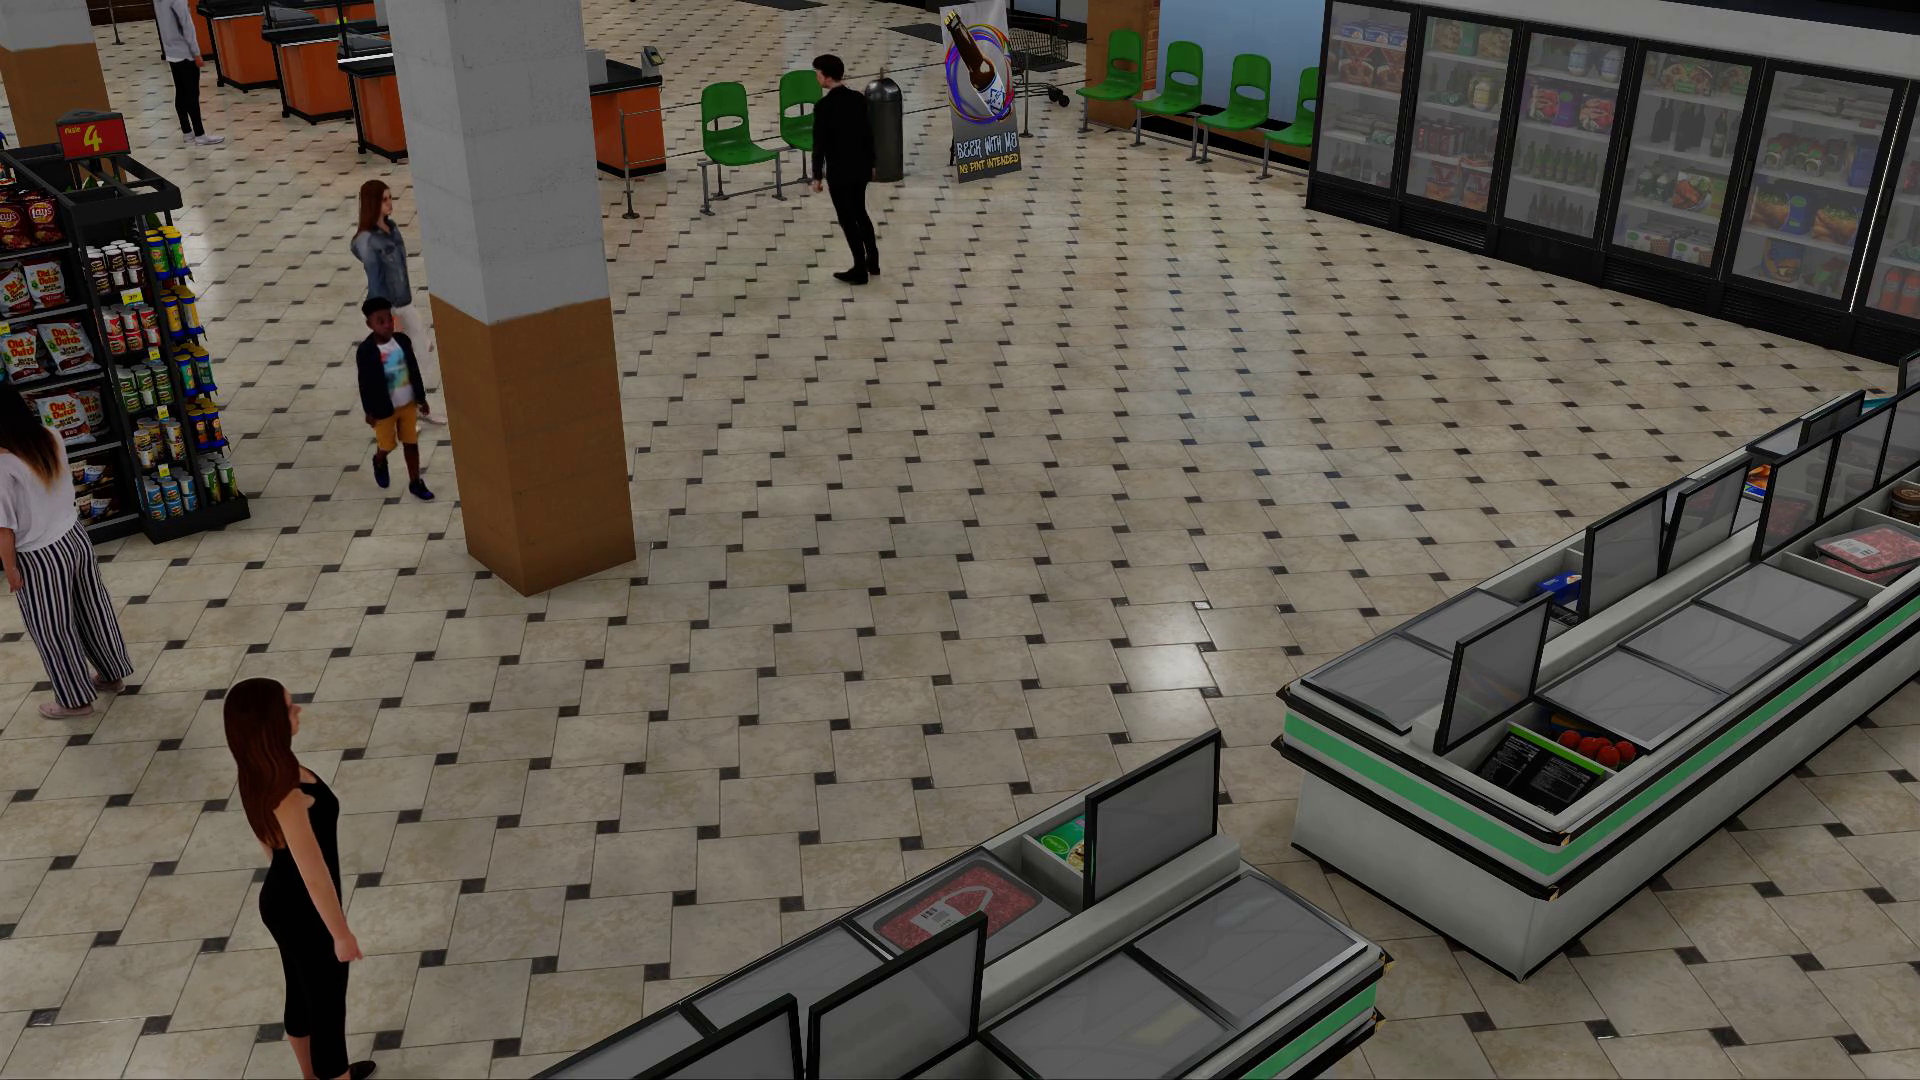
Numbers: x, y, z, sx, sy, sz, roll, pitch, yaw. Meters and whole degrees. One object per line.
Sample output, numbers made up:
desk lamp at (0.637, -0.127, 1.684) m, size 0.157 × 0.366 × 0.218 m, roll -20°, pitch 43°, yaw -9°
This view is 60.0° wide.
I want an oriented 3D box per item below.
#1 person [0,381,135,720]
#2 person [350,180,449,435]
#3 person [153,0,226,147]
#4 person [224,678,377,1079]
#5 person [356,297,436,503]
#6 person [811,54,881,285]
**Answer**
person at (-4.238, 0.039, 7.721) m, size 0.846 × 1.679 × 0.770 m, roll 5°, pitch 27°, yaw 9°
person at (-3.737, -1.466, 10.678) m, size 0.801 × 1.687 × 0.723 m, roll 7°, pitch 28°, yaw 13°
person at (-8.361, -5.231, 17.837) m, size 0.737 × 1.928 × 0.665 m, roll 18°, pitch 32°, yaw 32°
person at (-2.128, 1.202, 5.374) m, size 0.508 × 1.726 × 0.566 m, roll -20°, pitch 33°, yaw -34°
person at (-3.413, -0.852, 9.938) m, size 0.633 × 1.262 × 0.663 m, roll 23°, pitch 35°, yaw 38°
person at (-0.879, -2.989, 13.496) m, size 0.562 × 1.856 × 0.834 m, roll -17°, pitch 32°, yaw -30°
